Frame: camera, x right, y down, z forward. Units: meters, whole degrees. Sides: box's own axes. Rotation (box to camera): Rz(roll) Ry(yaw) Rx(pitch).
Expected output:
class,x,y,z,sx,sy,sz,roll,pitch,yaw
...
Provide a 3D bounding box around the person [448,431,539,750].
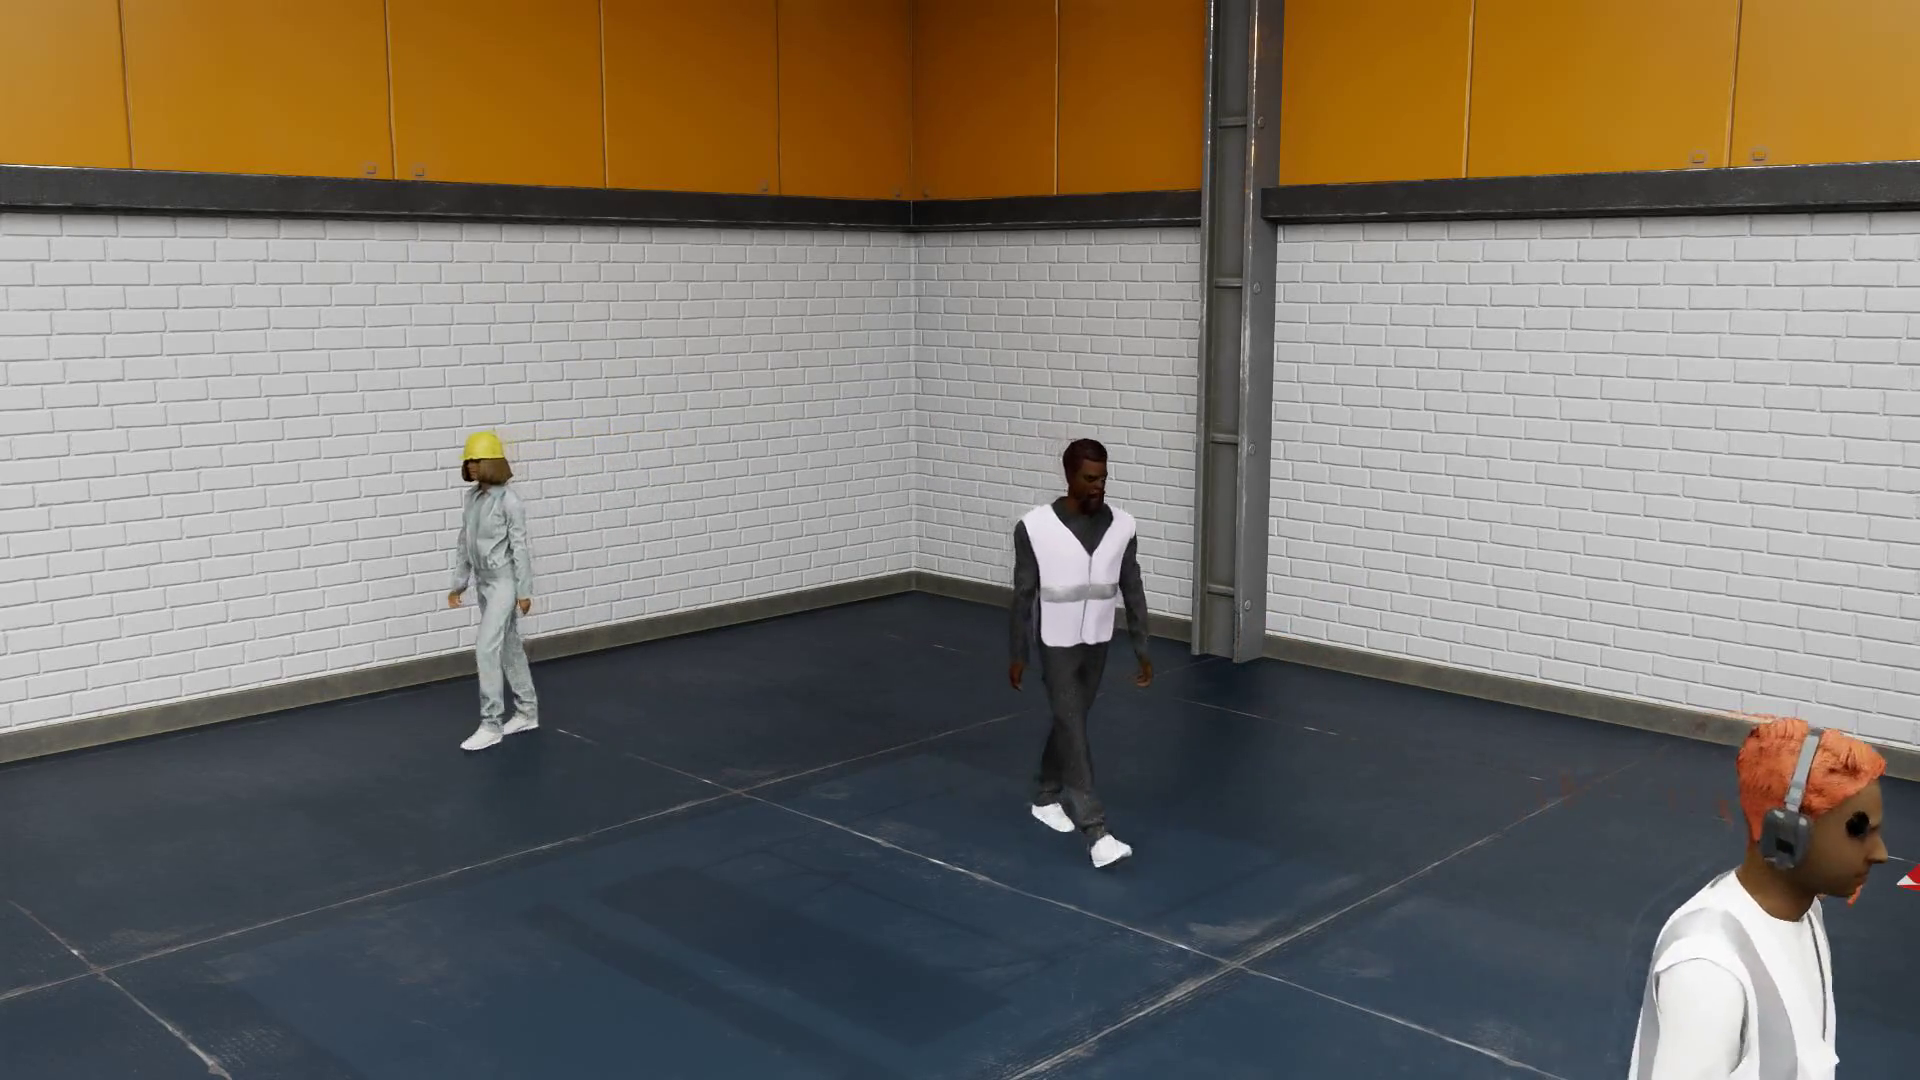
class,x,y,z,sx,sy,sz,roll,pitch,yaw
person,-2.613,0.267,9.128,0.484,1.721,0.712,9,13,44

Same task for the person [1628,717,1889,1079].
class,x,y,z,sx,sy,sz,roll,pitch,yaw
person,1.348,1.219,2.853,0.422,1.866,0.599,7,12,38

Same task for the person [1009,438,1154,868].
class,x,y,z,sx,sy,sz,roll,pitch,yaw
person,0.565,0.481,7.407,0.612,1.860,1.033,-5,10,-26
